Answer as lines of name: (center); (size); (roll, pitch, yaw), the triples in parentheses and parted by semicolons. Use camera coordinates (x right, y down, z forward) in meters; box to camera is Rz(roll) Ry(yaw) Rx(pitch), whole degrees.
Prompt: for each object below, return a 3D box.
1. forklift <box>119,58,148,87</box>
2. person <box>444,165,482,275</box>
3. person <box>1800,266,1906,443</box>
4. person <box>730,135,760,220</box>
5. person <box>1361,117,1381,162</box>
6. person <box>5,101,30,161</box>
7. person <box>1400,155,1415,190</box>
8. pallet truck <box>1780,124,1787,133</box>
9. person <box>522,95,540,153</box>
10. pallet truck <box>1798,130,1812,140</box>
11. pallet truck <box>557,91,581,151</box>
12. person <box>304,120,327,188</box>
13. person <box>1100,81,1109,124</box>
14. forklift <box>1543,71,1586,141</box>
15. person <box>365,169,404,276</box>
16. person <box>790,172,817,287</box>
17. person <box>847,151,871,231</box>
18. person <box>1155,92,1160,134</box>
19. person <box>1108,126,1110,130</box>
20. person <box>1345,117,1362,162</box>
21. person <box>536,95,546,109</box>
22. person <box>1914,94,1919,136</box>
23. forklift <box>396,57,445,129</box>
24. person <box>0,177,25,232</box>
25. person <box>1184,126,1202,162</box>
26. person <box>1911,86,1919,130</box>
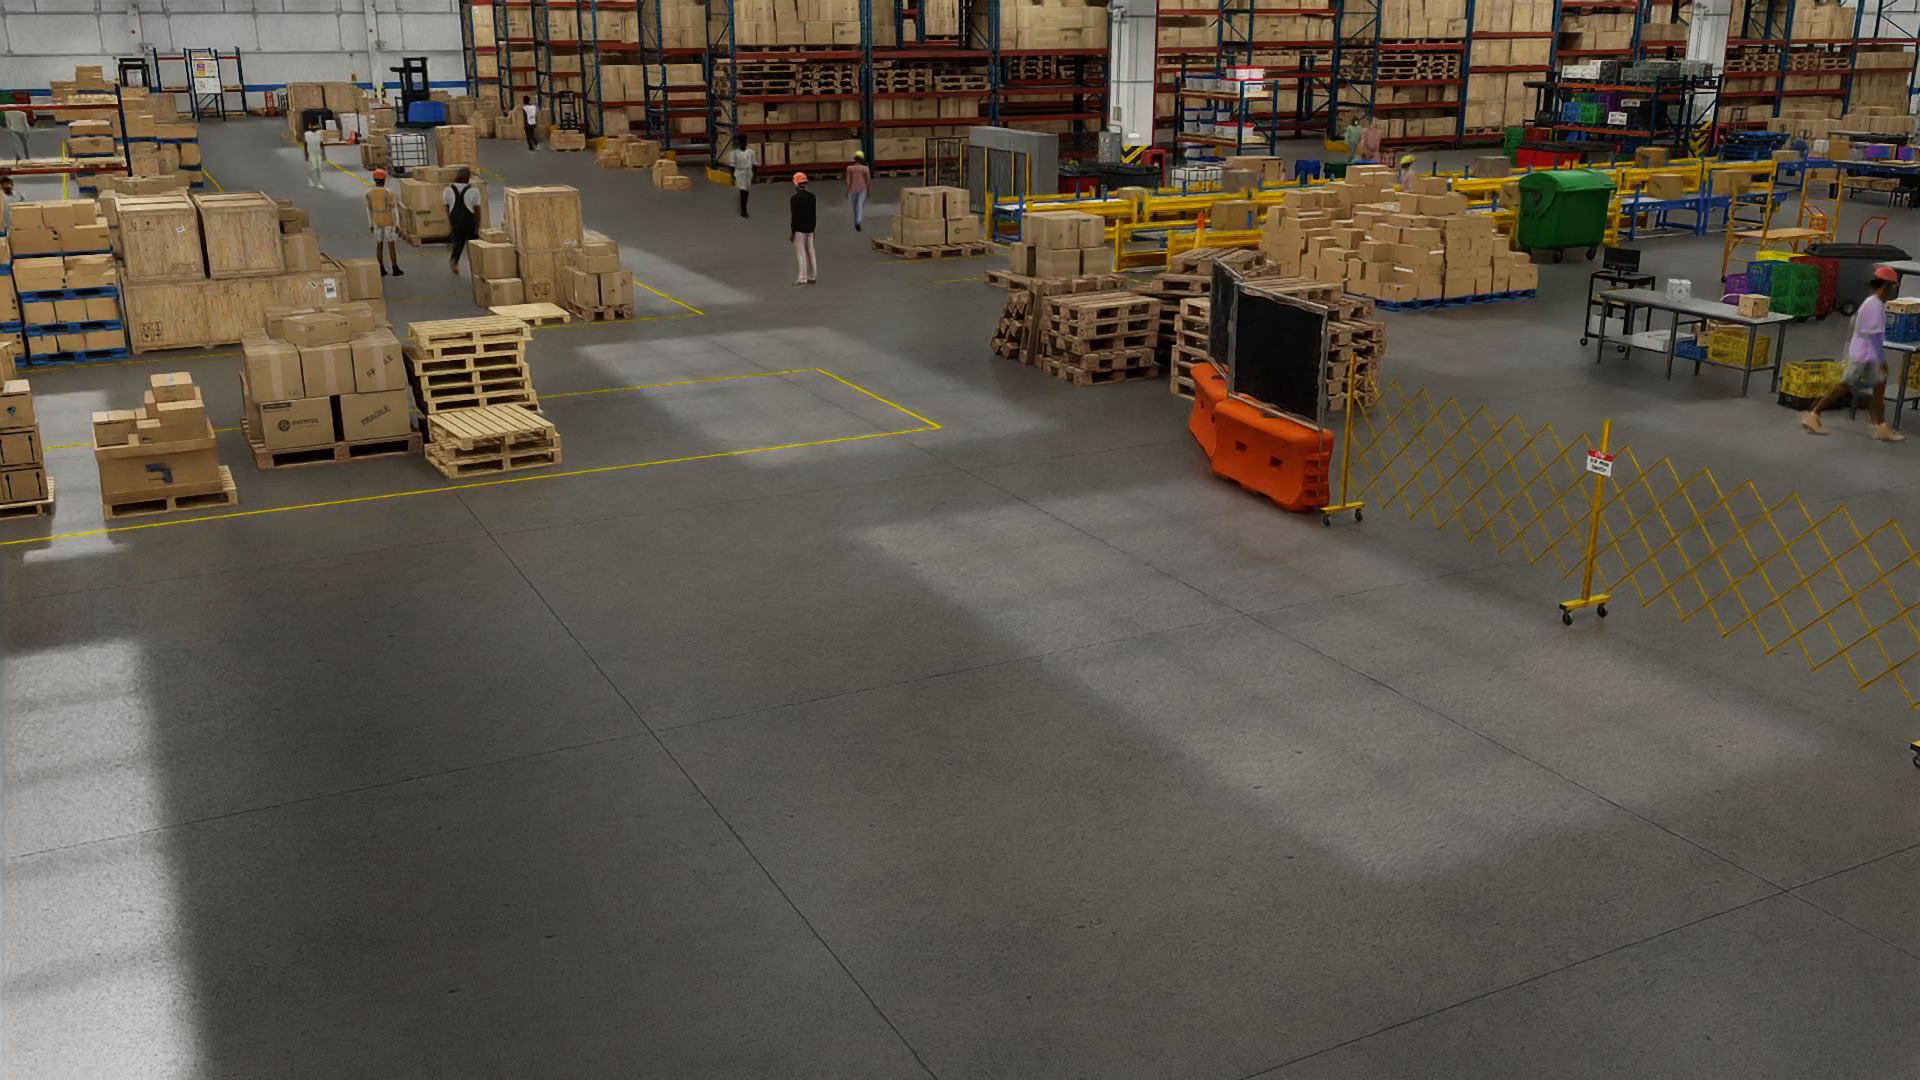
forklift: (-32.471, -17.572, 65.617); (1.129, 2.768, 1.873); (-9, 20, -26)
person: (-9.046, -5.829, 30.361); (0.686, 2.000, 0.732); (1, 18, 3)
person: (10.264, -2.115, 18.915); (1.087, 1.977, 0.619); (12, 21, 33)
person: (-4.955, -8.420, 38.619); (0.615, 1.926, 0.927); (-12, 21, -32)
person: (11.324, -10.759, 46.006); (0.639, 1.875, 0.872); (-5, 18, -15)
person: (-30.073, -13.048, 53.099); (0.630, 1.905, 0.944); (-6, 19, -18)
person: (9.452, -7.333, 35.558); (0.901, 1.723, 0.545); (-6, 19, -17)
pallet truck: (25.206, -12.542, 52.601); (1.601, 1.201, 0.680); (0, 18, -2)
person: (-14.545, -14.048, 56.203); (0.441, 1.904, 0.621); (10, 20, 27)
pallet truck: (25.526, -11.556, 49.408); (1.630, 1.274, 0.653); (-9, 20, -26)
pallet truck: (-13.495, -14.412, 57.188); (0.823, 1.965, 1.885); (-3, 18, -9)
person: (-17.517, -10.482, 45.196); (0.411, 1.848, 0.508); (14, 23, 38)
person: (6.150, -18.227, 69.367); (0.616, 1.810, 0.609); (13, 22, 35)
forklift: (18.685, -13.231, 52.085); (1.873, 2.768, 1.129); (-9, 20, -26)
person: (-10.556, -5.810, 30.465); (0.543, 1.939, 0.370); (1, 18, 4)
person: (-2.778, -5.459, 29.281); (0.397, 1.992, 0.623); (13, 22, 35)
person: (-2.250, -7.742, 36.842); (0.529, 1.723, 0.865); (2, 18, 5)
person: (7.467, -16.492, 64.163); (0.533, 1.683, 0.419); (-6, 19, -19)
person: (4.024, -10.215, 44.397); (0.676, 1.817, 0.602); (-11, 21, -30)
person: (11.886, -11.888, 49.962); (0.505, 1.602, 0.743); (-7, 19, -21)
person: (-16.936, -17.467, 67.293); (0.538, 1.623, 0.463); (8, 20, 24)
person: (36.976, -16.494, 63.755); (0.603, 1.951, 0.380); (0, 18, -1)
forklift: (-21.856, -18.048, 67.101); (1.873, 2.768, 1.129); (13, 22, 36)
person: (-17.183, -5.664, 30.211); (0.533, 1.817, 0.953); (-10, 21, -29)
person: (6.398, -10.561, 45.734); (0.867, 1.654, 0.538); (-13, 22, -35)
person: (38.348, -17.298, 66.590); (0.606, 1.740, 0.541); (-8, 19, -23)
